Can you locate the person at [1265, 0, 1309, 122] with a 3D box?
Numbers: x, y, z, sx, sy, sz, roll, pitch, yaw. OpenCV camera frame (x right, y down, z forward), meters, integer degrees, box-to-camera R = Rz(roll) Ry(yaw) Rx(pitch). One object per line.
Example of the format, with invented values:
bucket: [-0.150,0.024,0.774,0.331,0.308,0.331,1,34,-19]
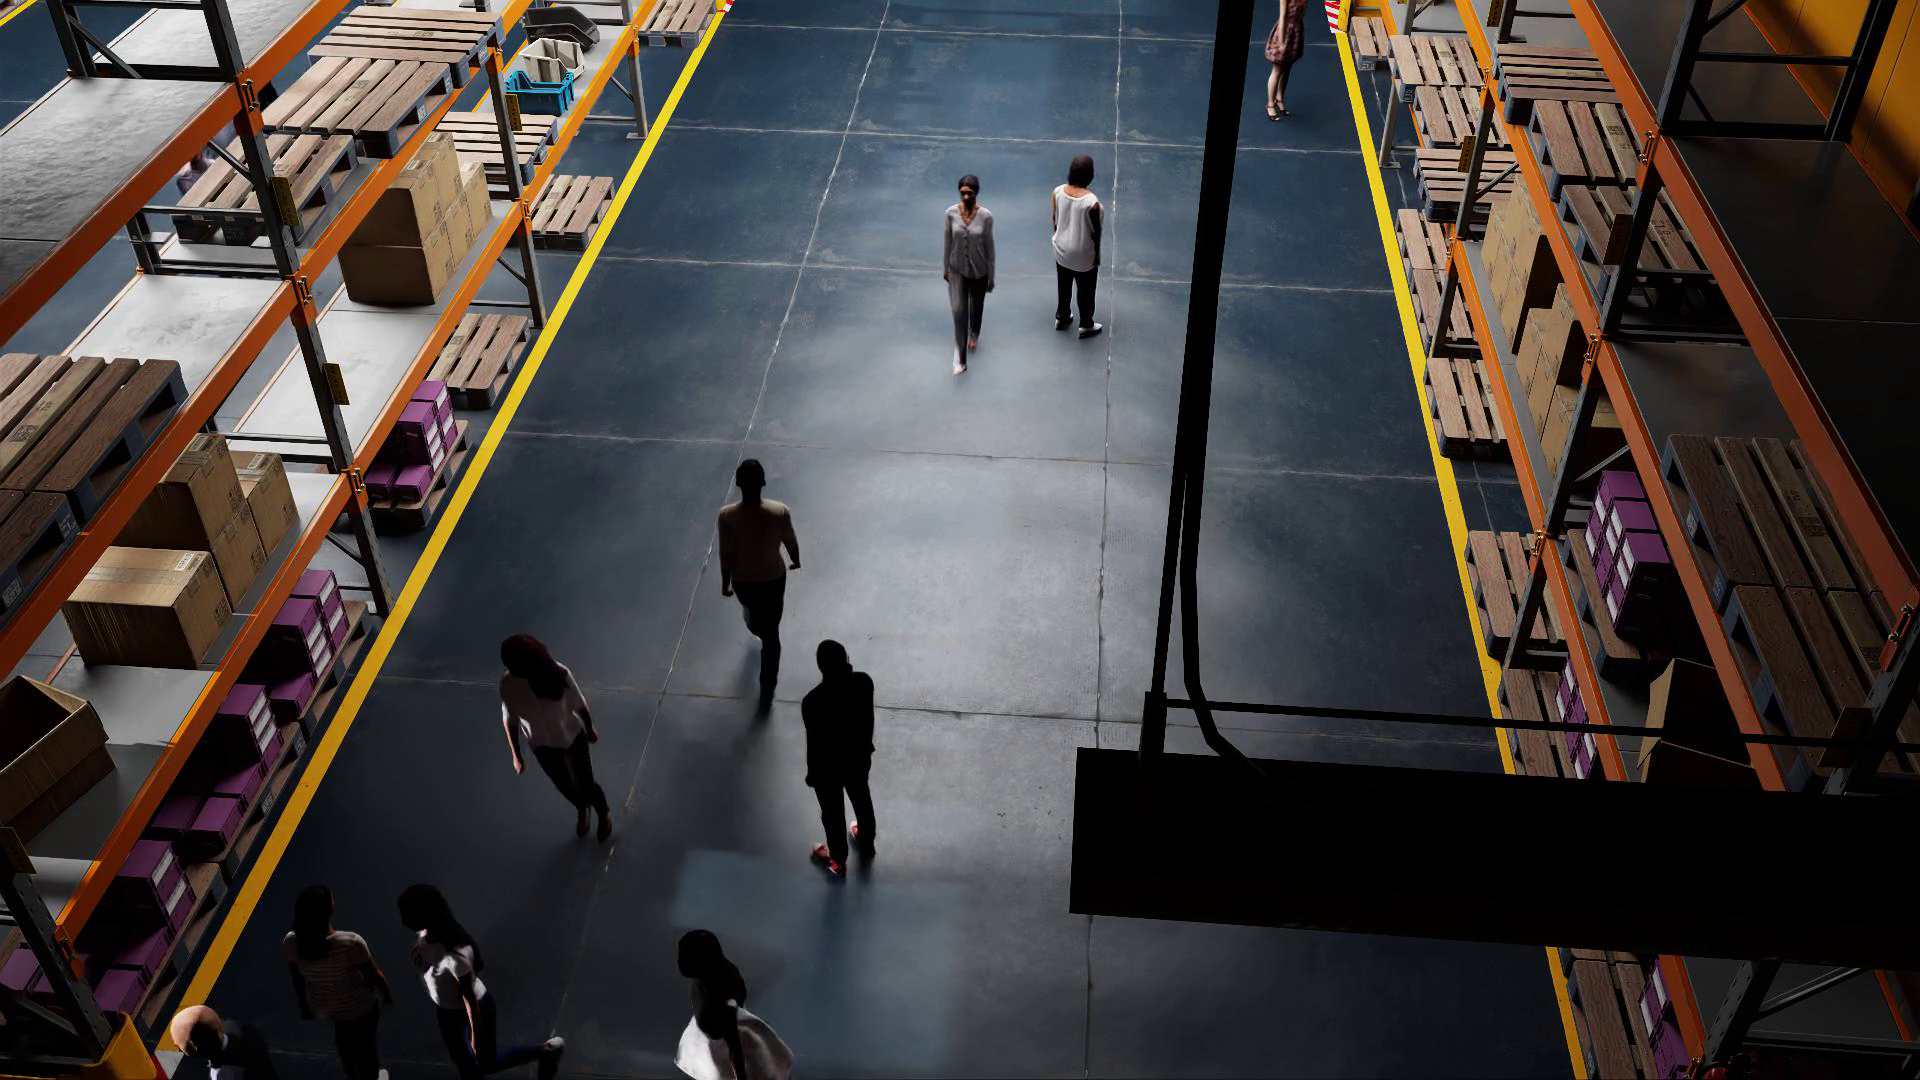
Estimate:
person: [3.612,-5.503,18.295,0.866,1.774,0.797,32,48,33]

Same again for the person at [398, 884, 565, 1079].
person: [-2.449,2.348,8.474,0.967,1.761,1.064,25,45,28]

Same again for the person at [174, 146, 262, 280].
person: [-6.589,-2.809,14.888,0.778,1.816,0.898,-5,39,-6]

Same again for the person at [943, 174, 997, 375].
person: [0.098,-2.362,14.398,0.618,1.727,1.063,3,39,4]

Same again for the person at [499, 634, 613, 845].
person: [-2.385,1.160,9.965,0.692,1.757,0.682,-10,40,-13]

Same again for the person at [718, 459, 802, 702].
person: [-1.324,0.310,11.018,0.826,1.771,1.150,-4,39,-5]

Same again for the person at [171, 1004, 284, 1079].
person: [-3.188,2.782,7.936,0.996,1.754,0.941,-30,48,-32]

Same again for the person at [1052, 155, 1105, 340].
person: [1.047,-2.606,14.733,0.764,1.691,0.805,30,47,32]

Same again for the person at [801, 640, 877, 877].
person: [-0.707,1.278,9.817,0.704,1.757,0.755,-26,45,-29]

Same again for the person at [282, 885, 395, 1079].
person: [-3.177,2.418,8.487,0.589,1.635,0.554,2,39,3]

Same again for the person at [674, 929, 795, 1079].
person: [-1.073,2.535,8.255,1.016,1.742,1.022,-20,43,-23]
